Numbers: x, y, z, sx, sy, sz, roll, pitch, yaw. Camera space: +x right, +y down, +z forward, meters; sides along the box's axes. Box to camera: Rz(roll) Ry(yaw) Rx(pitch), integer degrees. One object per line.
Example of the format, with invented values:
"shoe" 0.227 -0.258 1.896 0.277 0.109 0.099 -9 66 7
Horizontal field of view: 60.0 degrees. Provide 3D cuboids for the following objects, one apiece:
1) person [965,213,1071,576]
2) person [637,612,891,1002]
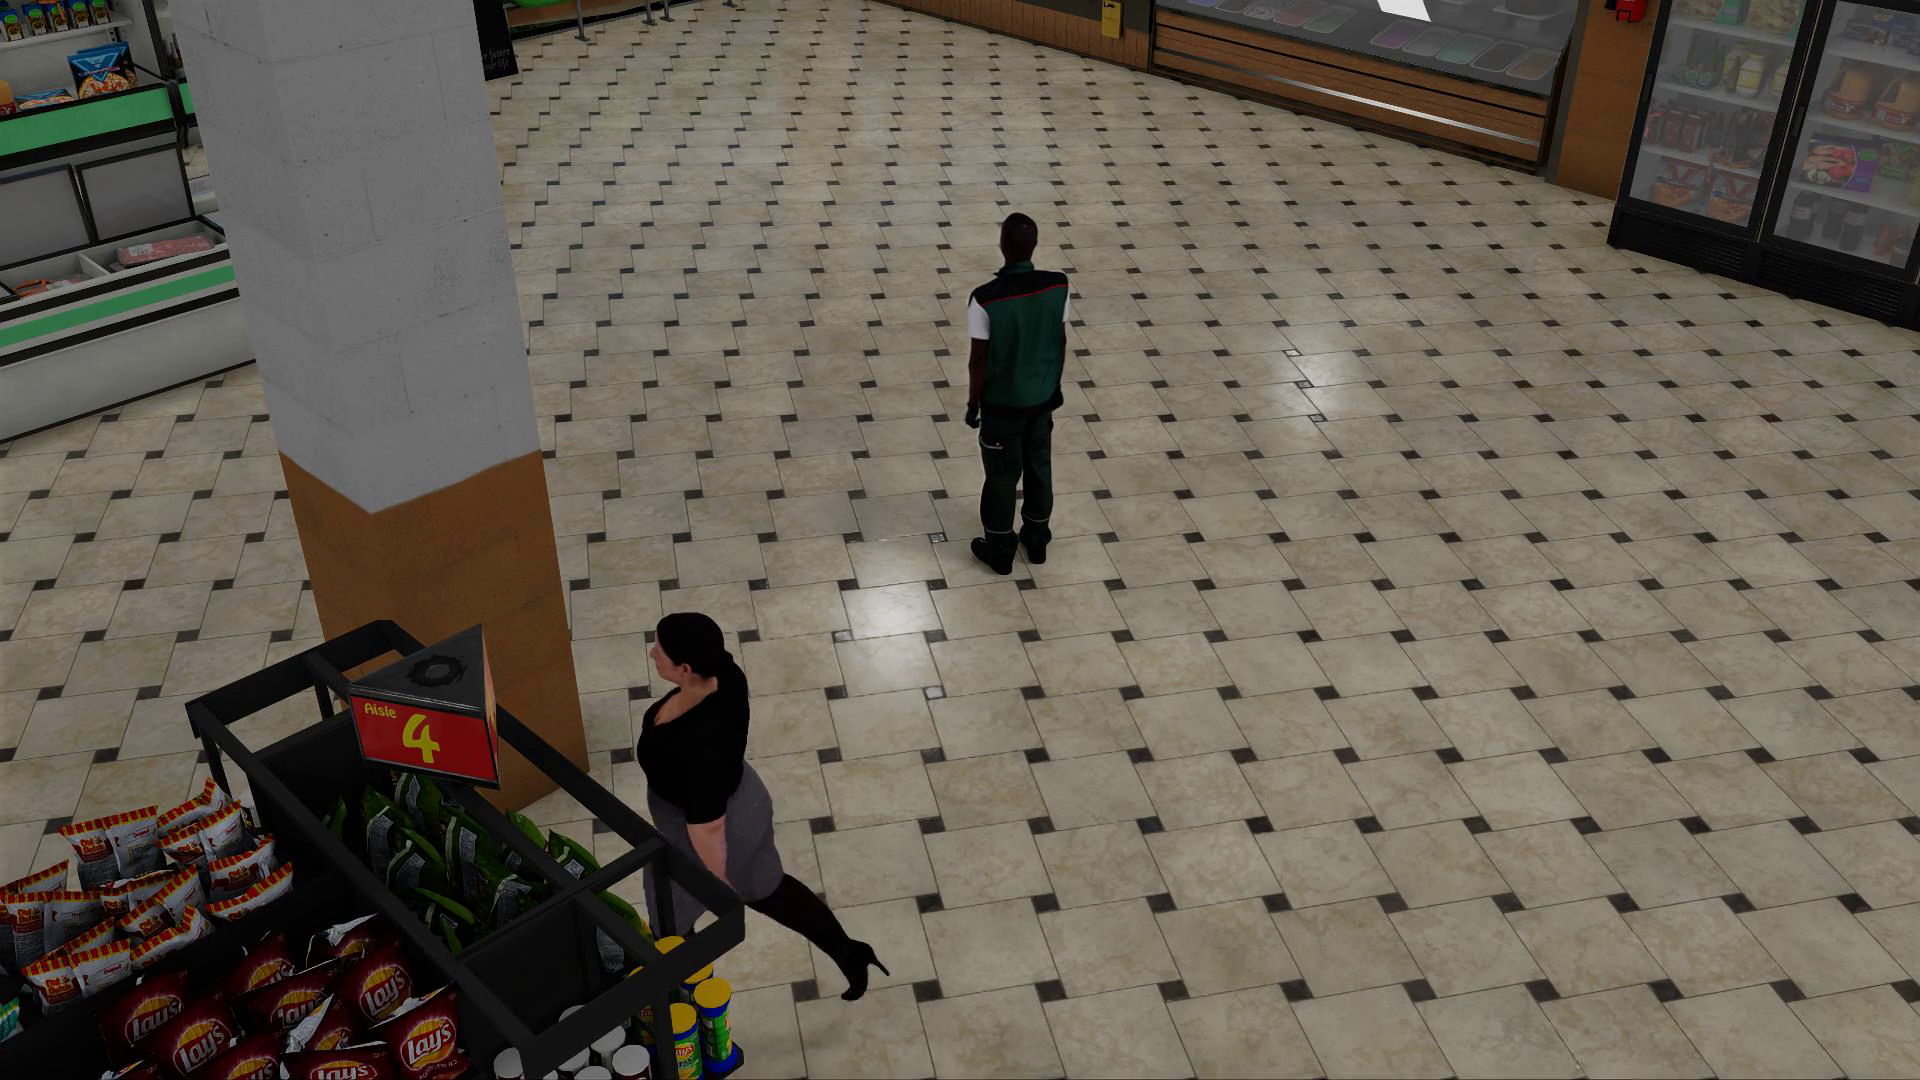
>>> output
"person" 0.274 -0.679 7.938 0.663 1.840 0.816 -15 35 -23
"person" -0.700 0.963 5.410 1.118 1.723 1.141 5 32 7
